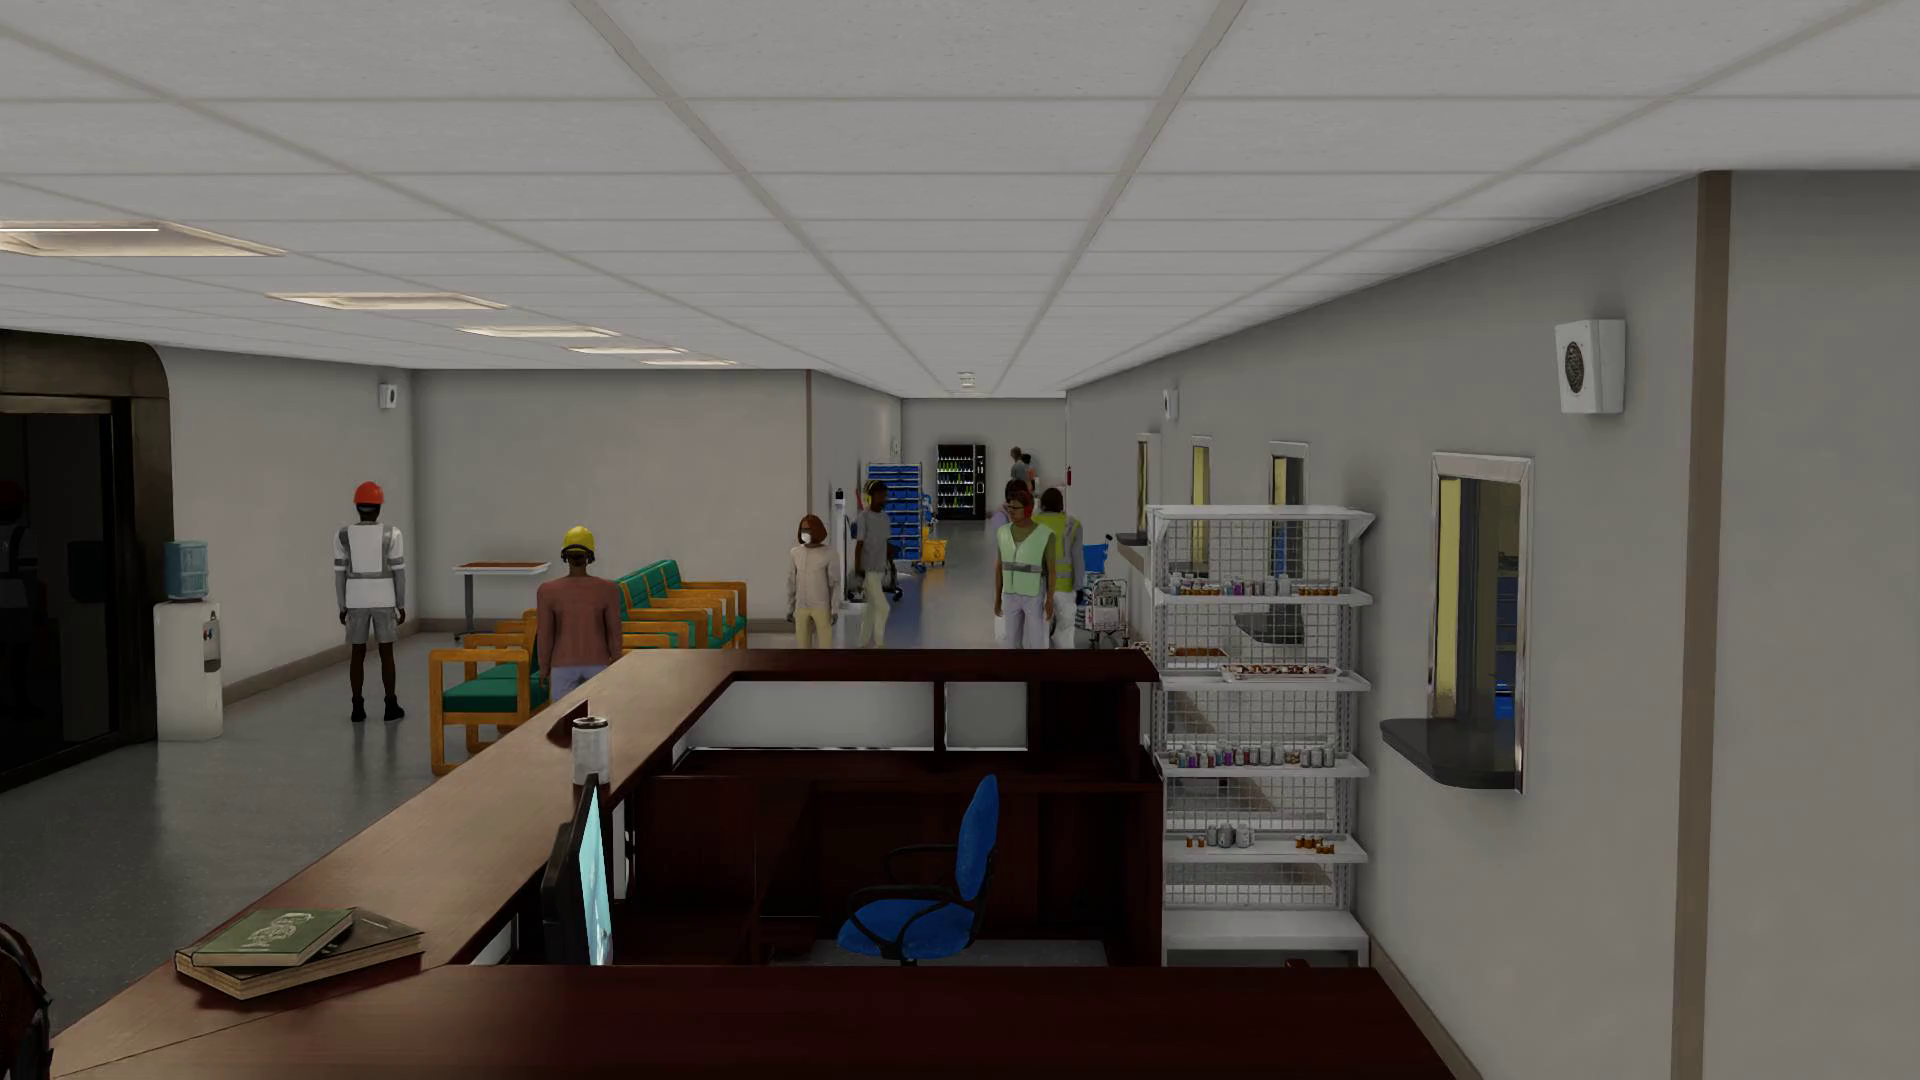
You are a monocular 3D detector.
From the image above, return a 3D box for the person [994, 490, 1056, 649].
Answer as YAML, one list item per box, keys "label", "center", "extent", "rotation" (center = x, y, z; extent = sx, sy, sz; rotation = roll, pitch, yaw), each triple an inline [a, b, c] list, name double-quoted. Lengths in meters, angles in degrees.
- label: "person"
  center: [0.558, 0.497, 14.088]
  extent: [0.567, 1.840, 0.375]
  rotation: [3, 5, 33]

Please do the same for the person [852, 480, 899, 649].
- label: "person"
  center: [-0.764, 0.337, 16.336]
  extent: [0.674, 1.835, 0.553]
  rotation: [2, 5, 29]

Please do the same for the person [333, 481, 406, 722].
- label: "person"
  center: [-4.746, 0.498, 13.410]
  extent: [0.545, 1.938, 0.357]
  rotation: [-1, 4, -10]

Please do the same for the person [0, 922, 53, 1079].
- label: "person"
  center: [-1.195, 1.364, 1.997]
  extent: [0.628, 1.836, 0.429]
  rotation: [-2, 5, -29]

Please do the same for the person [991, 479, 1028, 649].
- label: "person"
  center: [0.557, 0.295, 16.943]
  extent: [0.429, 1.840, 0.630]
  rotation: [2, 5, 28]

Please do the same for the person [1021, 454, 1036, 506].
- label: "person"
  center: [1.496, -1.134, 38.011]
  extent: [0.555, 1.680, 0.362]
  rotation: [3, 5, 33]

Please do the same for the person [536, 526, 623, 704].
- label: "person"
  center: [-2.381, 0.796, 10.426]
  extent: [0.532, 1.768, 0.311]
  rotation: [-1, 4, -16]

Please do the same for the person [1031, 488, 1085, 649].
- label: "person"
  center: [0.866, 0.413, 15.537]
  extent: [0.661, 1.794, 0.935]
  rotation: [1, 4, 14]

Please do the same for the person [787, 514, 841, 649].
- label: "person"
  center: [-1.249, 0.596, 14.136]
  extent: [0.507, 1.632, 0.264]
  rotation: [2, 5, 26]
